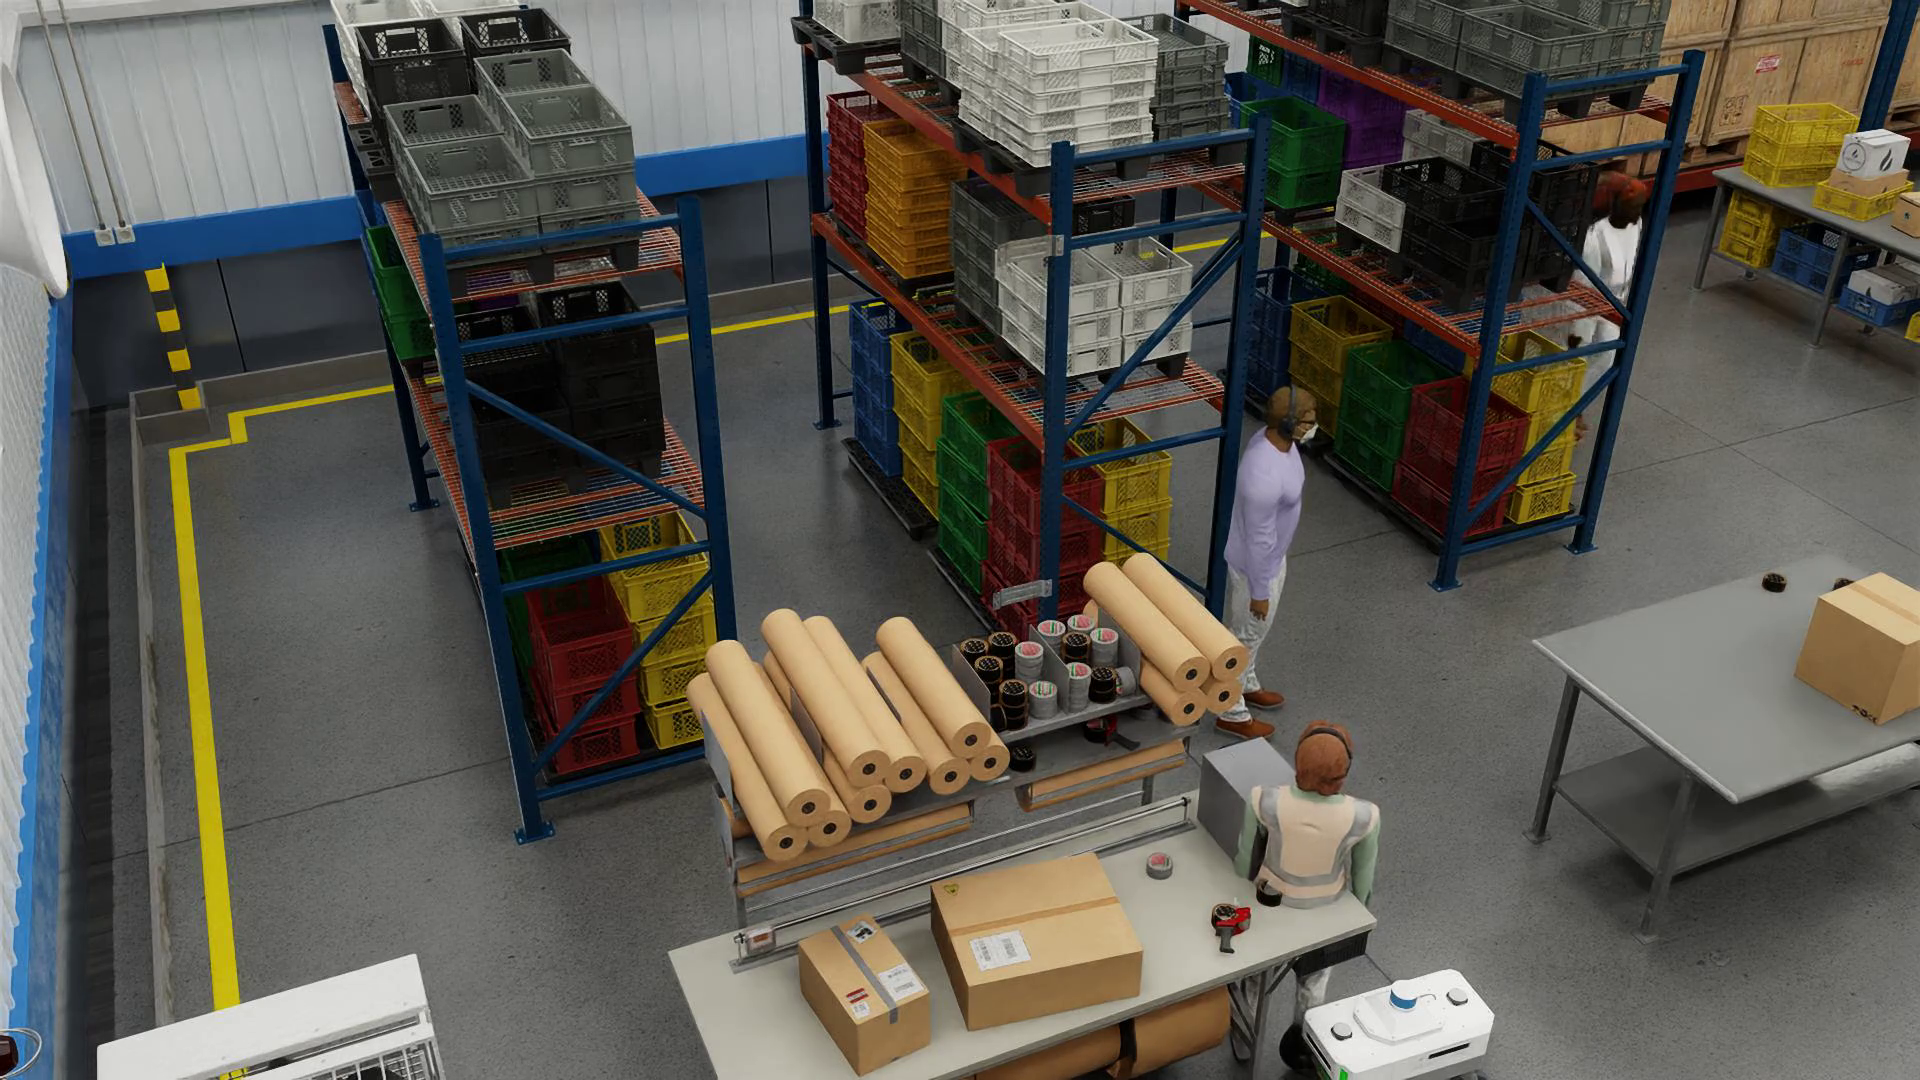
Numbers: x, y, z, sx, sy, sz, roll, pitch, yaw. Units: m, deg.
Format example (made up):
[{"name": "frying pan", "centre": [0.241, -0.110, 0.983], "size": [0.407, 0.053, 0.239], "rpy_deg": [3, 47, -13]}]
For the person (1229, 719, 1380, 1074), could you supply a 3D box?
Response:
[{"name": "person", "centre": [1.301, 1.398, 6.386], "size": [0.526, 1.630, 0.317], "rpy_deg": [5, 32, 8]}]

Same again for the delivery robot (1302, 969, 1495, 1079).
[{"name": "delivery robot", "centre": [1.701, 1.919, 6.473], "size": [0.707, 0.478, 0.477], "rpy_deg": [-11, 33, -17]}]

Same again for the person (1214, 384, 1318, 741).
[{"name": "person", "centre": [1.490, 0.112, 8.192], "size": [0.376, 1.932, 0.627], "rpy_deg": [9, 33, 14]}]

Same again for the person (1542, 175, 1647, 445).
[{"name": "person", "centre": [4.134, -1.480, 10.826], "size": [0.633, 1.875, 0.426], "rpy_deg": [-22, 38, -32]}]
